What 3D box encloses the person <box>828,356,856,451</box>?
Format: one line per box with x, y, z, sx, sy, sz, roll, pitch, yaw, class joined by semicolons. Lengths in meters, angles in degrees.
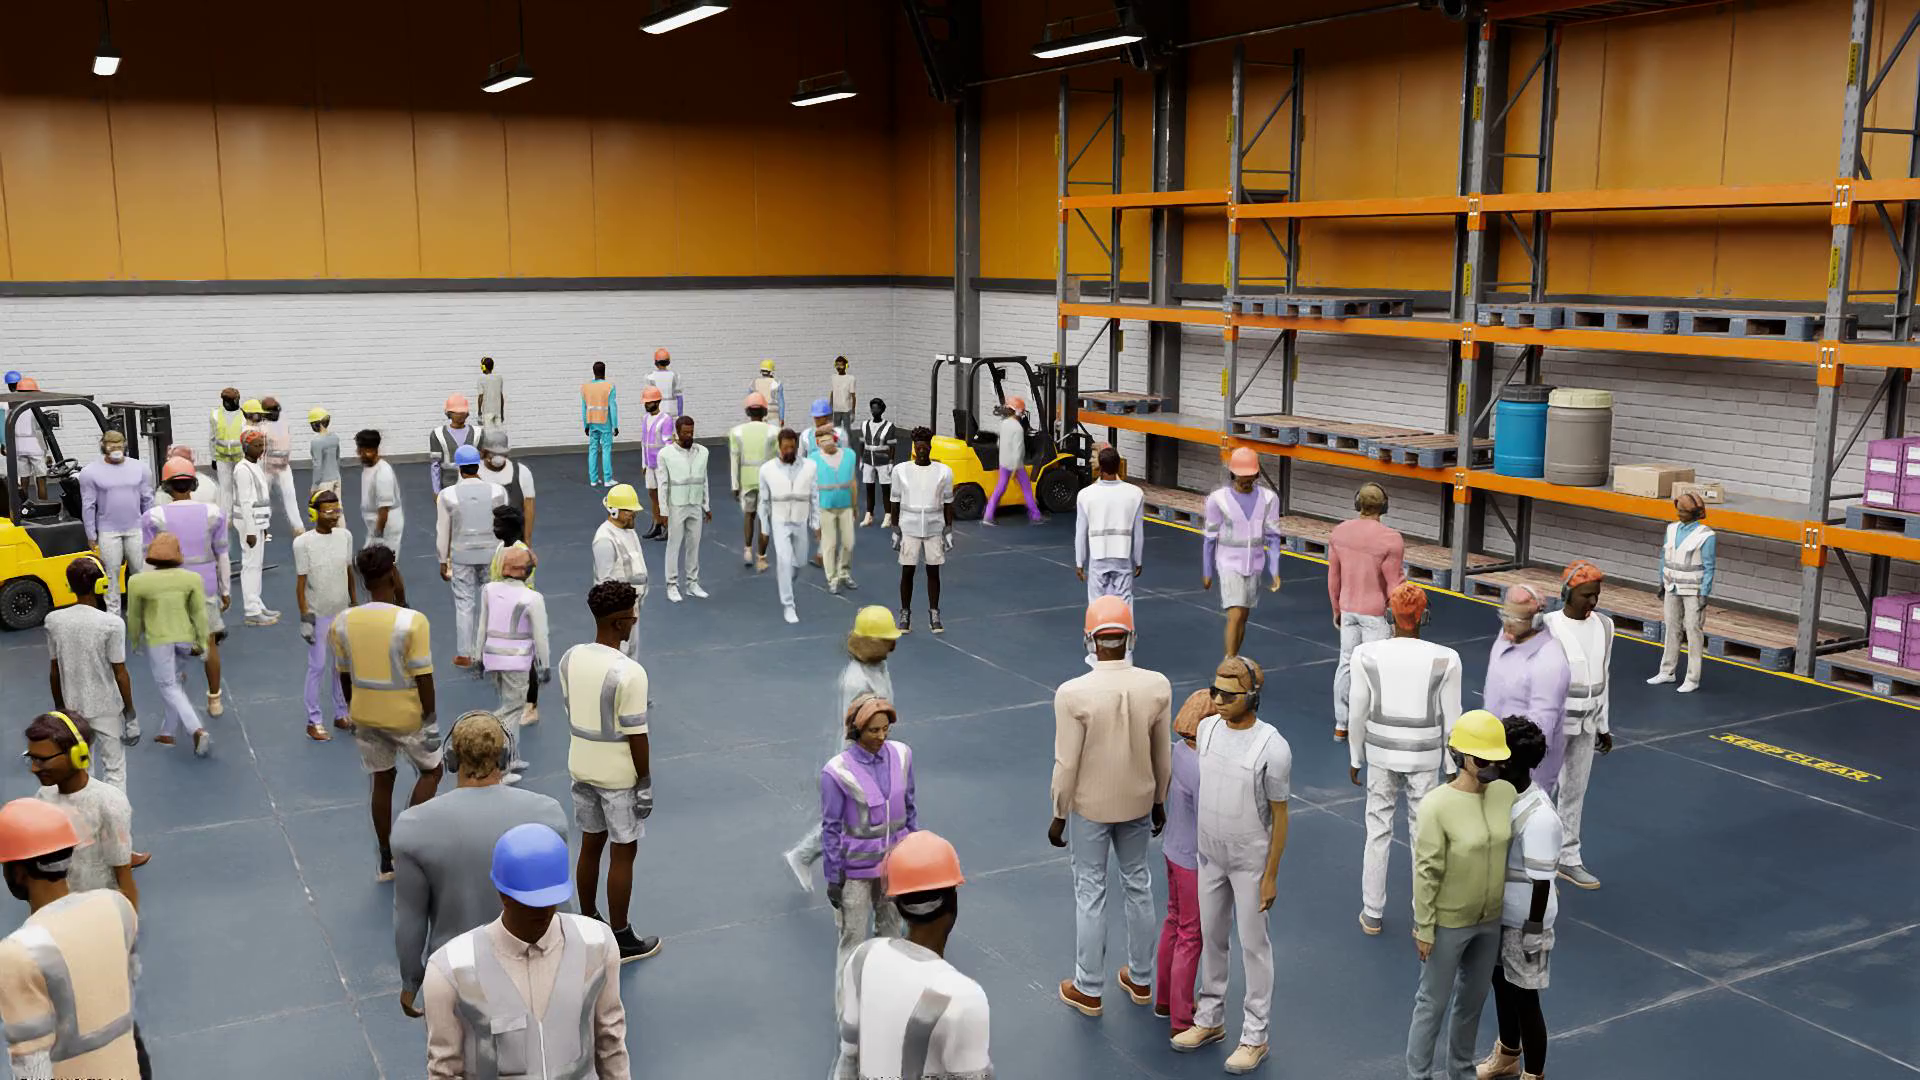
-1.969;-2.134;27.680;0.507;1.859;0.314;5;11;29;person

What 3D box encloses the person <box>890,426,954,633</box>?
-0.356;-0.096;15.627;0.603;1.967;0.366;-1;10;-4;person

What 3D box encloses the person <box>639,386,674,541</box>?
-3.784;-0.951;20.668;0.544;1.930;0.388;9;13;41;person

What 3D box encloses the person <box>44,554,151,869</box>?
-4.987;1.008;9.592;0.512;1.862;0.322;2;10;10;person

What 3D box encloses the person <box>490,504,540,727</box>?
-3.381;0.565;12.599;0.317;1.695;0.539;-7;12;-34;person

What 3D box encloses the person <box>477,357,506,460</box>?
-7.724;-2.080;27.375;0.328;1.861;0.509;8;12;37;person

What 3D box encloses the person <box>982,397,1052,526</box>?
0.704;-1.025;21.760;0.932;1.699;0.562;-6;11;-29;person

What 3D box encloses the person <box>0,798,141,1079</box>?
-2.828;1.743;5.242;0.747;1.897;0.549;2;10;12;person

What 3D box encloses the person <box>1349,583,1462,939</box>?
2.315;1.150;8.688;0.574;1.886;0.356;3;10;17;person

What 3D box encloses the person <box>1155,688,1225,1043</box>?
1.076;1.471;7.598;0.289;1.626;0.498;-1;10;-8;person

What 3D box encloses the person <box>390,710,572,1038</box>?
-1.746;1.575;6.134;0.635;1.929;0.381;-5;11;-24;person

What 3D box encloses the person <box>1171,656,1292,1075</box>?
1.200;1.409;7.316;0.345;1.846;0.508;-9;14;-43;person

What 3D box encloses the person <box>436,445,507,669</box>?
-4.199;0.144;14.369;0.622;1.934;0.437;-5;11;-24;person

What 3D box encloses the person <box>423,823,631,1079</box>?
-1.275;1.770;4.978;0.604;1.939;0.414;-6;11;-30;person

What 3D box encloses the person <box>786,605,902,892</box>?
-0.566;1.176;9.018;0.780;1.714;0.507;2;10;13;person

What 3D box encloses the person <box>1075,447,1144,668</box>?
1.286;0.163;14.314;0.595;1.910;0.387;-1;10;-4;person

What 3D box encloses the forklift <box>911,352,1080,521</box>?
0.460;-1.461;22.833;2.313;2.155;1.214;-5;11;-28;forklift

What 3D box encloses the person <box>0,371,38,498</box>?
-13.054;-1.381;23.129;0.425;1.938;0.603;7;12;36;person

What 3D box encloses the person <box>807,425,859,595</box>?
-1.338;-0.316;17.360;0.603;1.804;0.454;-5;11;-25;person

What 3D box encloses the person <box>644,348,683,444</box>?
-4.727;-2.033;26.547;0.615;2.047;0.358;-3;10;-17;person

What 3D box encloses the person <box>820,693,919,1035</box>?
-0.409;1.482;7.516;0.524;1.631;0.313;-9;13;-41;person

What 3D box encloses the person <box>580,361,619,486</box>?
-5.514;-1.774;25.458;0.587;1.911;0.397;3;10;18;person

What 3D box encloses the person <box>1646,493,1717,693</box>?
5.920;0.423;13.584;0.310;1.640;0.514;-4;11;-22;person

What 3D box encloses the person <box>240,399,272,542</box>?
-8.725;-0.859;20.604;0.316;1.766;0.532;-3;10;-19;person

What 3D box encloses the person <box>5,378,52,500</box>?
-12.216;-1.164;21.880;0.547;1.930;0.382;0;10;2;person

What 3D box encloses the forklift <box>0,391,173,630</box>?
-9.026;-0.363;16.508;1.214;2.155;2.313;6;11;29;forklift

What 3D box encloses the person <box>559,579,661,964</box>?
-1.768;1.163;8.422;0.598;1.958;0.370;8;13;38;person

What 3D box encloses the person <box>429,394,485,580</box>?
-5.469;-0.584;18.226;0.610;2.042;0.381;-5;11;-27;person

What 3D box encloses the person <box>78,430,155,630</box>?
-7.901;-0.078;15.650;0.632;1.929;0.388;-7;12;-37;person

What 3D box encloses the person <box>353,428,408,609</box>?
-5.523;-0.120;15.894;0.502;1.920;0.659;-6;12;-33;person

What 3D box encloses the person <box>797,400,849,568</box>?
-1.602;-0.636;18.915;0.632;1.895;0.984;4;10;20;person

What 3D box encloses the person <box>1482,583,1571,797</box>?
2.951;1.140;8.811;0.431;1.885;0.687;-1;10;-5;person

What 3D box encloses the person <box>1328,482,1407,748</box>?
2.951;0.541;12.042;0.364;1.939;0.636;-8;13;-39;person

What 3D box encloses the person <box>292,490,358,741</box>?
-4.650;0.545;12.265;0.329;1.862;0.512;6;12;32;person

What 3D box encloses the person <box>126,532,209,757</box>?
-5.615;0.742;11.865;0.736;1.600;0.493;8;13;40;person

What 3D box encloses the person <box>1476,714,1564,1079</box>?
2.306;1.551;6.955;0.320;1.695;0.534;-1;10;-7;person

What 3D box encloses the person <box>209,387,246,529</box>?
-9.388;-1.055;21.526;0.619;1.840;0.430;-1;10;-9;person

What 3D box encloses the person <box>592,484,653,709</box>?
-2.606;0.468;12.817;0.403;1.819;0.603;1;10;7;person

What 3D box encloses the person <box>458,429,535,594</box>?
-4.268;-0.092;15.394;0.682;2.000;1.057;-5;11;-27;person

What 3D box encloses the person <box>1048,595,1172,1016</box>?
0.700;1.244;7.852;0.624;1.985;0.394;-4;11;-22;person

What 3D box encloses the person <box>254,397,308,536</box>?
-8.671;-0.916;20.894;0.974;1.784;0.652;4;11;23;person

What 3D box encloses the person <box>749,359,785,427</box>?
-3.129;-2.025;27.116;0.592;1.834;0.404;3;10;15;person

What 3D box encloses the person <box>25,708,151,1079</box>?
-3.382;1.554;6.453;0.523;1.858;0.337;5;11;27;person

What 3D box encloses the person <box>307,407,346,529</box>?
-7.485;-0.682;19.599;0.325;1.762;0.524;2;10;10;person

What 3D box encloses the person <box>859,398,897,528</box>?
-1.080;-0.988;21.590;0.554;1.694;0.366;4;11;23;person

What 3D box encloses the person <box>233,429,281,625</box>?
-6.805;-0.126;16.043;0.361;1.882;0.575;-2;10;-13;person

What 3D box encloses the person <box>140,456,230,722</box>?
-5.913;0.376;12.737;0.611;2.032;0.411;-7;12;-35;person

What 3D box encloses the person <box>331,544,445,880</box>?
-3.222;0.983;9.464;0.637;1.944;0.420;3;10;15;person

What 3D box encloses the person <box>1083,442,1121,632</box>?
1.360;0.014;15.337;0.394;1.847;0.563;0;10;-1;person

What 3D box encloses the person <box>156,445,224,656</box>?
-6.873;0.099;14.737;0.431;1.892;0.646;2;10;13;person

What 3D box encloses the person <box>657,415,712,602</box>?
-2.845;-0.334;17.147;0.597;1.915;0.371;-8;13;-40;person

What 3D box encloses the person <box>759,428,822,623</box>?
-1.690;-0.177;16.323;0.592;1.889;0.798;-4;11;-23;person

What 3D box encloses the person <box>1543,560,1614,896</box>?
3.403;1.043;9.302;0.574;1.887;0.356;-4;11;-22;person

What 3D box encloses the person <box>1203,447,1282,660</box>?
2.327;0.245;13.541;0.596;2.004;0.776;-2;10;-13;person

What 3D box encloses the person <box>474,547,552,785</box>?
-2.990;0.842;11.214;0.530;1.609;0.583;5;11;29;person

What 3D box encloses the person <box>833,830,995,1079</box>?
-0.149;1.821;4.885;0.605;1.884;0.615;-6;12;-33;person

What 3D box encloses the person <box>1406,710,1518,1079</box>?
2.067;1.544;6.766;0.533;1.767;0.321;-6;11;-29;person

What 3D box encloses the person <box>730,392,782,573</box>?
-2.248;-0.648;18.660;0.609;2.023;0.536;1;10;7;person
